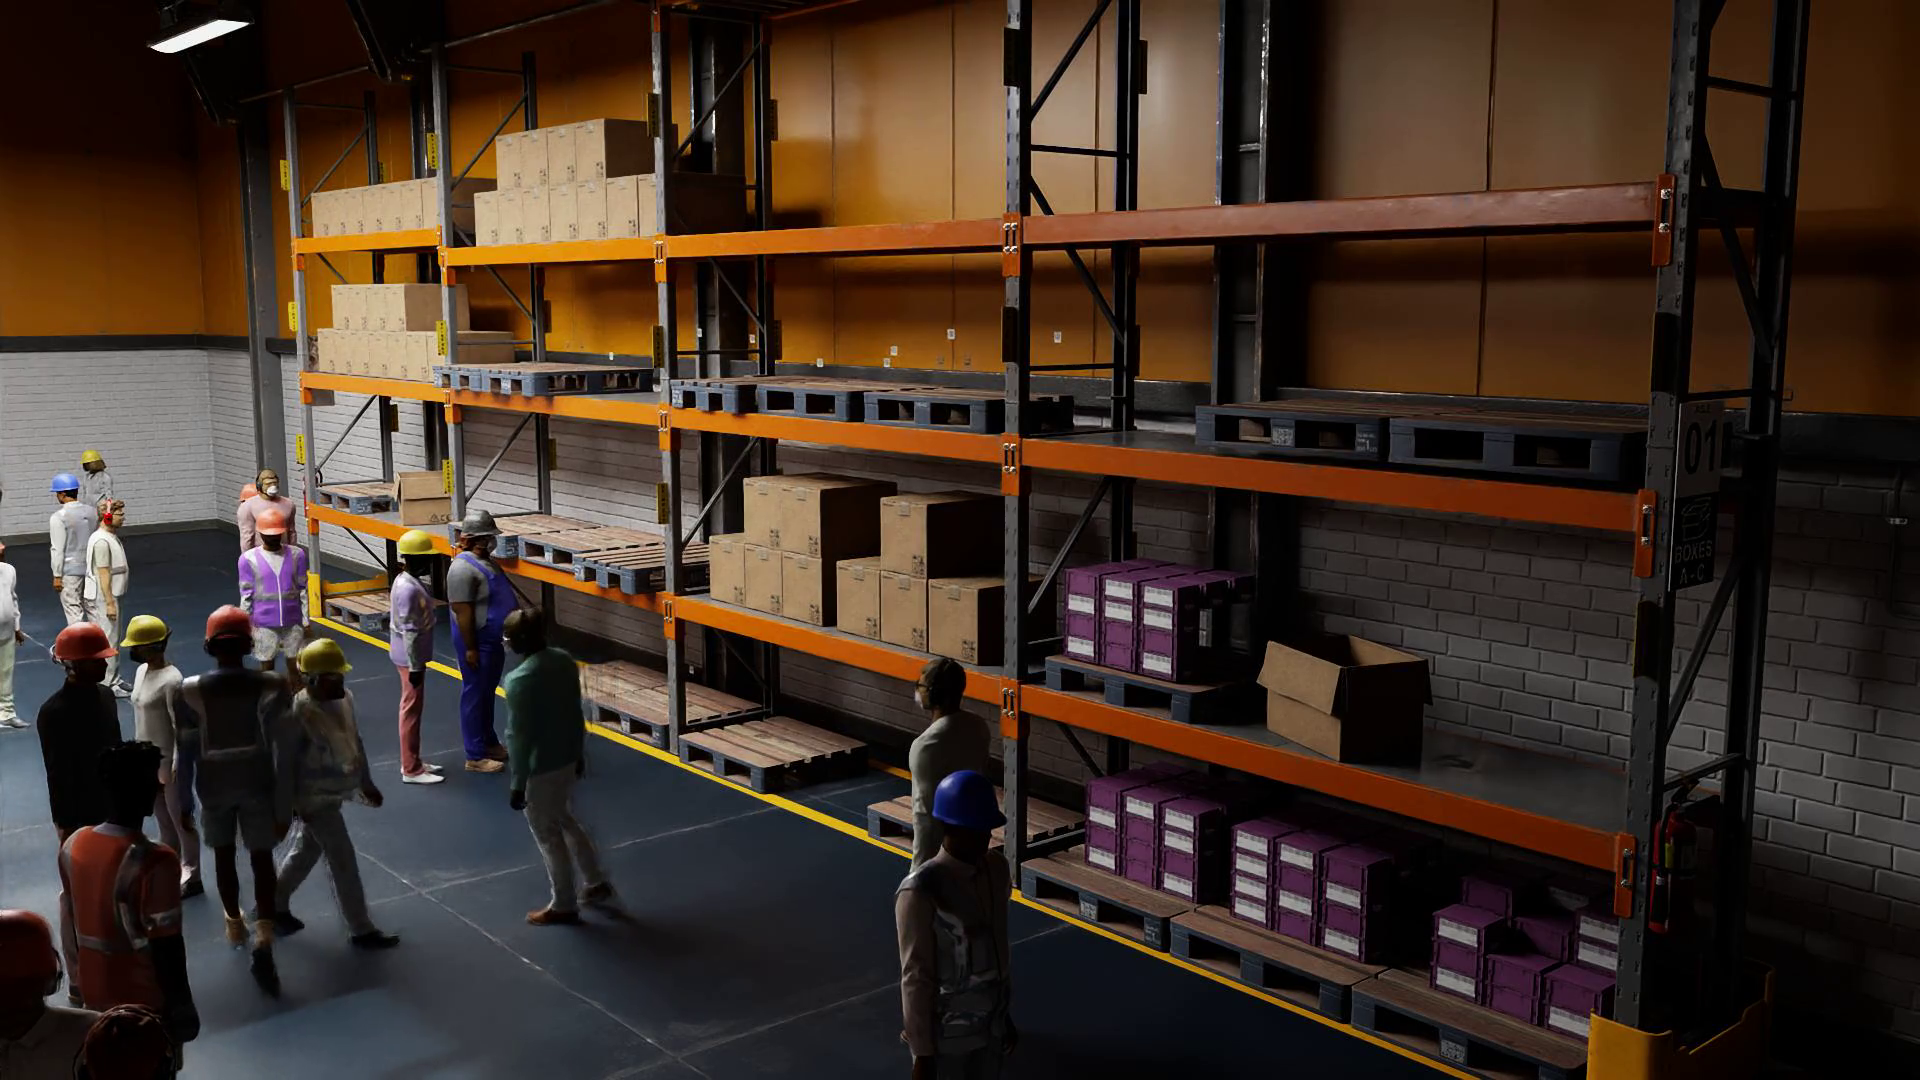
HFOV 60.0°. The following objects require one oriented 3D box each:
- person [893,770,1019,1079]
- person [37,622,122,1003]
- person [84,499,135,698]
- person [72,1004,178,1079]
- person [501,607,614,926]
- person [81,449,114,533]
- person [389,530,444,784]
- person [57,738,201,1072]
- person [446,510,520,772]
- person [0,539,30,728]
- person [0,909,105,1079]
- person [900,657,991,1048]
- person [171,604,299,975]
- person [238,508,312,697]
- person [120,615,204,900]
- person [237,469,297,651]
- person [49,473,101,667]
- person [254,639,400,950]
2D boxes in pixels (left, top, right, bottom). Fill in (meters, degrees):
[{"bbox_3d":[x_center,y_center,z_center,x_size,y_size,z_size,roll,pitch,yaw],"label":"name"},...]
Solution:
[{"bbox_3d":[0.005,1.798,6.171,0.389,1.948,0.605,6,10,35],"label":"person"},{"bbox_3d":[-4.539,1.410,8.703,0.381,1.995,0.611,0,8,-2],"label":"person"},{"bbox_3d":[-7.828,0.542,15.296,0.393,1.836,0.560,-3,9,-20],"label":"person"},{"bbox_3d":[-2.102,2.111,4.267,0.577,1.877,0.342,-4,9,-23],"label":"person"},{"bbox_3d":[-2.366,1.323,9.624,0.485,1.912,0.676,2,8,14],"label":"person"},{"bbox_3d":[-11.193,-0.312,21.587,0.490,1.734,0.326,3,9,21],"label":"person"},{"bbox_3d":[-4.127,0.878,12.632,0.387,1.927,0.589,-2,9,-16],"label":"person"},{"bbox_3d":[-3.235,1.745,6.522,0.608,1.957,0.373,5,9,29],"label":"person"},{"bbox_3d":[-3.691,0.768,13.004,0.537,2.000,0.679,0,8,0],"label":"person"},{"bbox_3d":[-8.138,0.766,14.010,0.333,1.749,0.574,3,9,19],"label":"person"},{"bbox_3d":[-2.623,1.991,4.711,0.620,1.985,0.408,-3,9,-22],"label":"person"},{"bbox_3d":[-0.076,1.522,8.122,0.372,1.940,0.630,4,9,25],"label":"person"},{"bbox_3d":[-3.937,1.356,9.094,0.620,2.004,0.975,-4,9,-23],"label":"person"},{"bbox_3d":[-5.753,0.683,14.010,0.548,1.925,0.384,-6,10,-35],"label":"person"},{"bbox_3d":[-4.869,1.321,10.117,0.530,1.765,0.326,7,11,40],"label":"person"},{"bbox_3d":[-7.074,0.232,17.091,0.369,1.939,0.631,5,10,33],"label":"person"},{"bbox_3d":[-8.855,0.294,16.656,0.411,1.938,0.611,2,8,12],"label":"person"},{"bbox_3d":[-3.661,1.424,9.403,0.929,1.787,0.608,1,8,7],"label":"person"}]
